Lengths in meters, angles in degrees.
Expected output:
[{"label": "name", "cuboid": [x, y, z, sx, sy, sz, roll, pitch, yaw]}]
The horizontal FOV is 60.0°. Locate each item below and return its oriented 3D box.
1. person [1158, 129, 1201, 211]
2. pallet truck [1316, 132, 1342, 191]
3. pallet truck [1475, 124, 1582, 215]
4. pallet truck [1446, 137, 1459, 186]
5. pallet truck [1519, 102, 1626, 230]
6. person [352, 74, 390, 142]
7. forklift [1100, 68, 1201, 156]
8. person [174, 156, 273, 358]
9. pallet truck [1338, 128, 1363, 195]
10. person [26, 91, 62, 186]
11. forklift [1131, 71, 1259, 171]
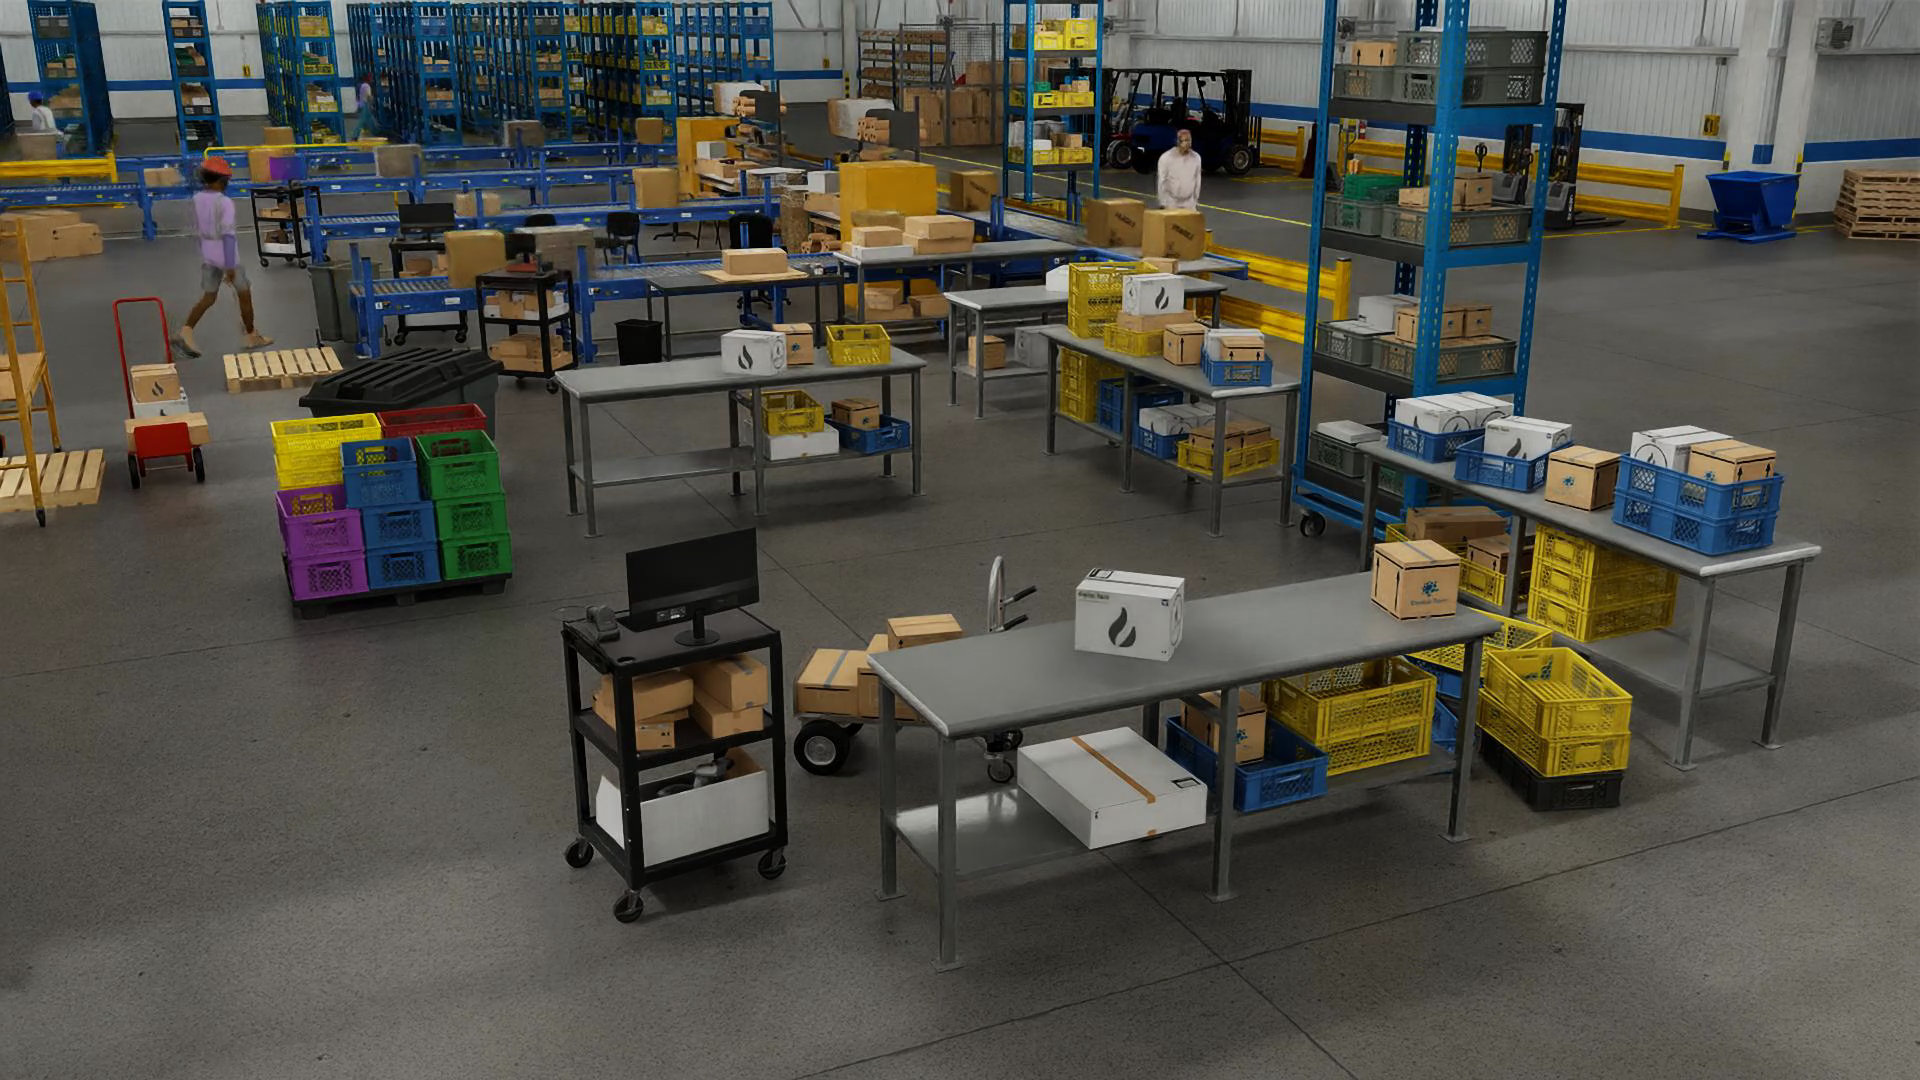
[{"label": "person", "cuboid": [2.920, -4.484, 22.082, 0.664, 1.889, 0.550, -5, 18, -16]}, {"label": "pallet truck", "cuboid": [7.723, -7.504, 32.656, 1.601, 1.201, 0.680, -8, 19, -23]}, {"label": "pallet truck", "cuboid": [9.707, -6.455, 28.103, 1.885, 1.965, 0.823, -7, 19, -20]}, {"label": "pallet truck", "cuboid": [9.184, -6.485, 29.328, 1.630, 1.274, 0.653, -8, 19, -23]}, {"label": "pallet truck", "cuboid": [9.972, -6.037, 26.785, 1.885, 1.965, 0.823, -9, 20, -25]}, {"label": "person", "cuboid": [-15.940, -11.593, 44.647, 0.996, 1.792, 0.615, -8, 19, -23]}, {"label": "forklift", "cuboid": [4.082, -9.564, 37.410, 2.680, 1.987, 1.157, -8, 19, -23]}, {"label": "person", "cuboid": [-7.518, -2.846, 16.758, 0.616, 2.003, 1.021, 8, 19, 24]}, {"label": "pallet truck", "cuboid": [7.845, -7.140, 31.411, 1.522, 1.261, 0.704, -9, 20, -25]}, {"label": "person", "cuboid": [-17.780, -7.697, 32.154, 0.941, 1.903, 0.638, -1, 18, -3]}, {"label": "forklift", "cuboid": [4.998, -8.936, 35.413, 2.680, 1.987, 1.157, -9, 20, -25]}]
